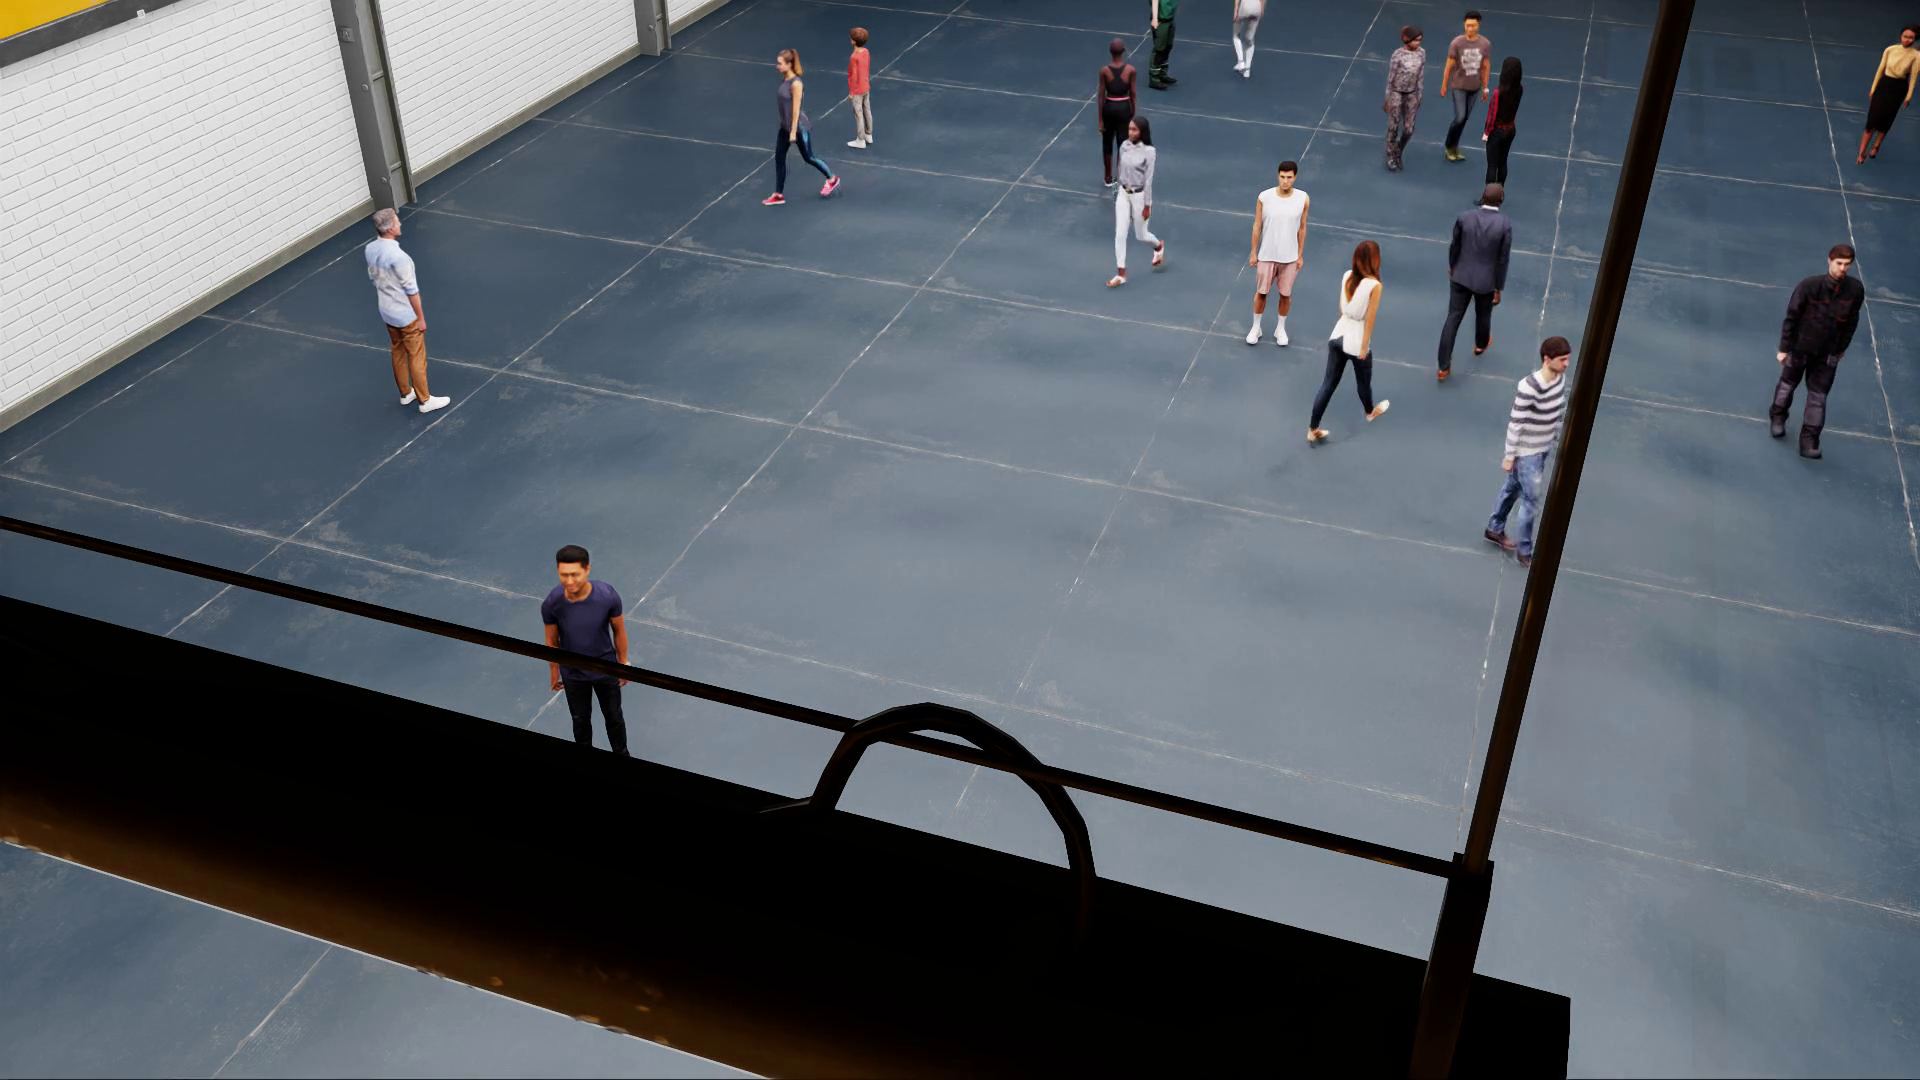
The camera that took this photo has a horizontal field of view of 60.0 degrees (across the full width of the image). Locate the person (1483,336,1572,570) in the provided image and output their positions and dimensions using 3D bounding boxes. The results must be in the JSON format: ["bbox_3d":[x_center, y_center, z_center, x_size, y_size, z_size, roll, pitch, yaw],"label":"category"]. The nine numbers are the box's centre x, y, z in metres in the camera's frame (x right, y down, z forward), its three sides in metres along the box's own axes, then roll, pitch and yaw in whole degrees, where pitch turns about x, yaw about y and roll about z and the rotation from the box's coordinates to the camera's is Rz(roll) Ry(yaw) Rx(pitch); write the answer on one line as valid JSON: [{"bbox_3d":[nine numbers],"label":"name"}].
[{"bbox_3d":[4.172,-0.715,12.405,0.944,1.833,0.955,-27,42,-34],"label":"person"}]

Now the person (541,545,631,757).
[{"bbox_3d":[-2.269,0.772,10.205,0.719,1.792,0.697,-5,34,-7],"label":"person"}]

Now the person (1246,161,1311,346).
[{"bbox_3d":[2.950,-2.659,15.371,0.688,1.787,0.622,5,34,7],"label":"person"}]

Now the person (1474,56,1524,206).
[{"bbox_3d":[5.931,-4.454,18.189,0.628,1.658,0.723,-21,39,-28],"label":"person"}]

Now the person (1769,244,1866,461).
[{"bbox_3d":[7.064,-1.628,13.806,0.827,1.803,1.093,7,34,10],"label":"person"}]

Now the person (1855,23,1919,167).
[{"bbox_3d":[10.806,-5.172,19.299,0.770,1.624,1.037,21,39,29],"label":"person"}]

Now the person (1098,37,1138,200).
[{"bbox_3d":[1.739,-4.651,18.417,0.750,1.734,1.145,4,34,6],"label":"person"}]

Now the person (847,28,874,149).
[{"bbox_3d":[-1.186,-5.399,19.829,0.614,1.416,0.477,18,38,25],"label":"person"}]

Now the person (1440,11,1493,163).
[{"bbox_3d":[5.819,-5.297,19.362,0.744,1.762,0.790,-7,34,-11],"label":"person"}]

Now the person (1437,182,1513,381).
[{"bbox_3d":[4.537,-2.255,14.771,0.919,1.779,1.267,19,38,26],"label":"person"}]

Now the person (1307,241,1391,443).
[{"bbox_3d":[3.175,-1.588,13.807,1.194,1.735,0.984,-23,40,-31],"label":"person"}]

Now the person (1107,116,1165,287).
[{"bbox_3d":[1.788,-3.377,16.527,1.089,1.704,0.866,-29,43,-36],"label":"person"}]

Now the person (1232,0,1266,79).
[{"bbox_3d":[3.823,-6.927,21.879,0.699,1.691,0.728,-5,34,-7],"label":"person"}]

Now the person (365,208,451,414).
[{"bbox_3d":[-4.809,-1.981,14.315,0.749,1.826,0.674,22,40,30],"label":"person"}]

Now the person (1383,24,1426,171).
[{"bbox_3d":[5.059,-5.100,19.124,0.728,1.698,0.763,-3,34,-5],"label":"person"}]

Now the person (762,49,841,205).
[{"bbox_3d":[-1.732,-4.511,18.244,1.186,1.691,1.043,-19,38,-26],"label":"person"}]

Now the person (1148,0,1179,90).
[{"bbox_3d":[2.634,-6.789,21.533,0.743,1.845,0.586,19,38,26],"label":"person"}]
